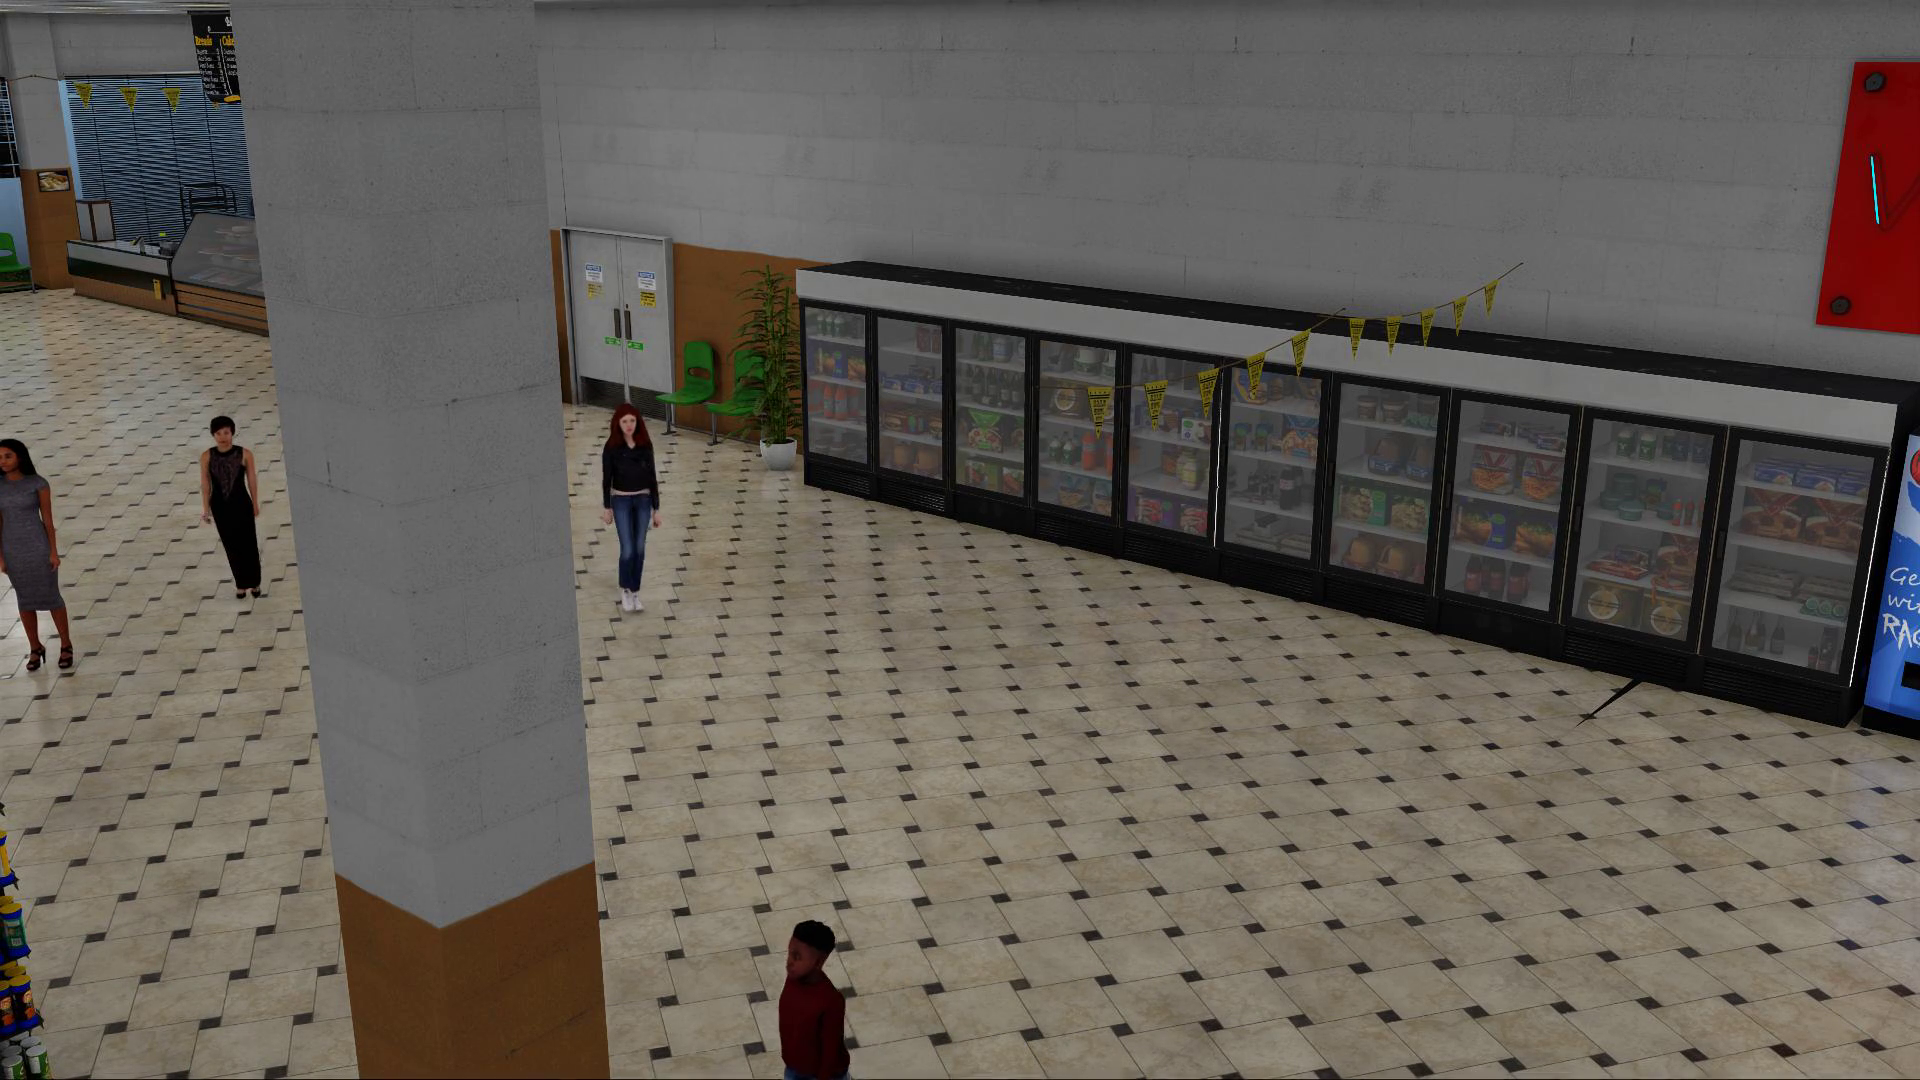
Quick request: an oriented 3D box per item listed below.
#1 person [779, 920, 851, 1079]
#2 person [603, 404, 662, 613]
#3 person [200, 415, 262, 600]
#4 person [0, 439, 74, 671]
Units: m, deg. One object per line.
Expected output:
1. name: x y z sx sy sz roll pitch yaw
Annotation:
1. person: -0.530 2.119 6.781 0.503 1.222 0.849 14 22 39
2. person: -2.729 -0.271 13.703 0.684 1.773 0.746 -8 19 -26
3. person: -6.139 -0.281 14.053 0.685 1.588 0.760 -4 17 -13
4. person: -6.949 0.111 12.435 0.659 1.779 0.725 -2 17 -7
